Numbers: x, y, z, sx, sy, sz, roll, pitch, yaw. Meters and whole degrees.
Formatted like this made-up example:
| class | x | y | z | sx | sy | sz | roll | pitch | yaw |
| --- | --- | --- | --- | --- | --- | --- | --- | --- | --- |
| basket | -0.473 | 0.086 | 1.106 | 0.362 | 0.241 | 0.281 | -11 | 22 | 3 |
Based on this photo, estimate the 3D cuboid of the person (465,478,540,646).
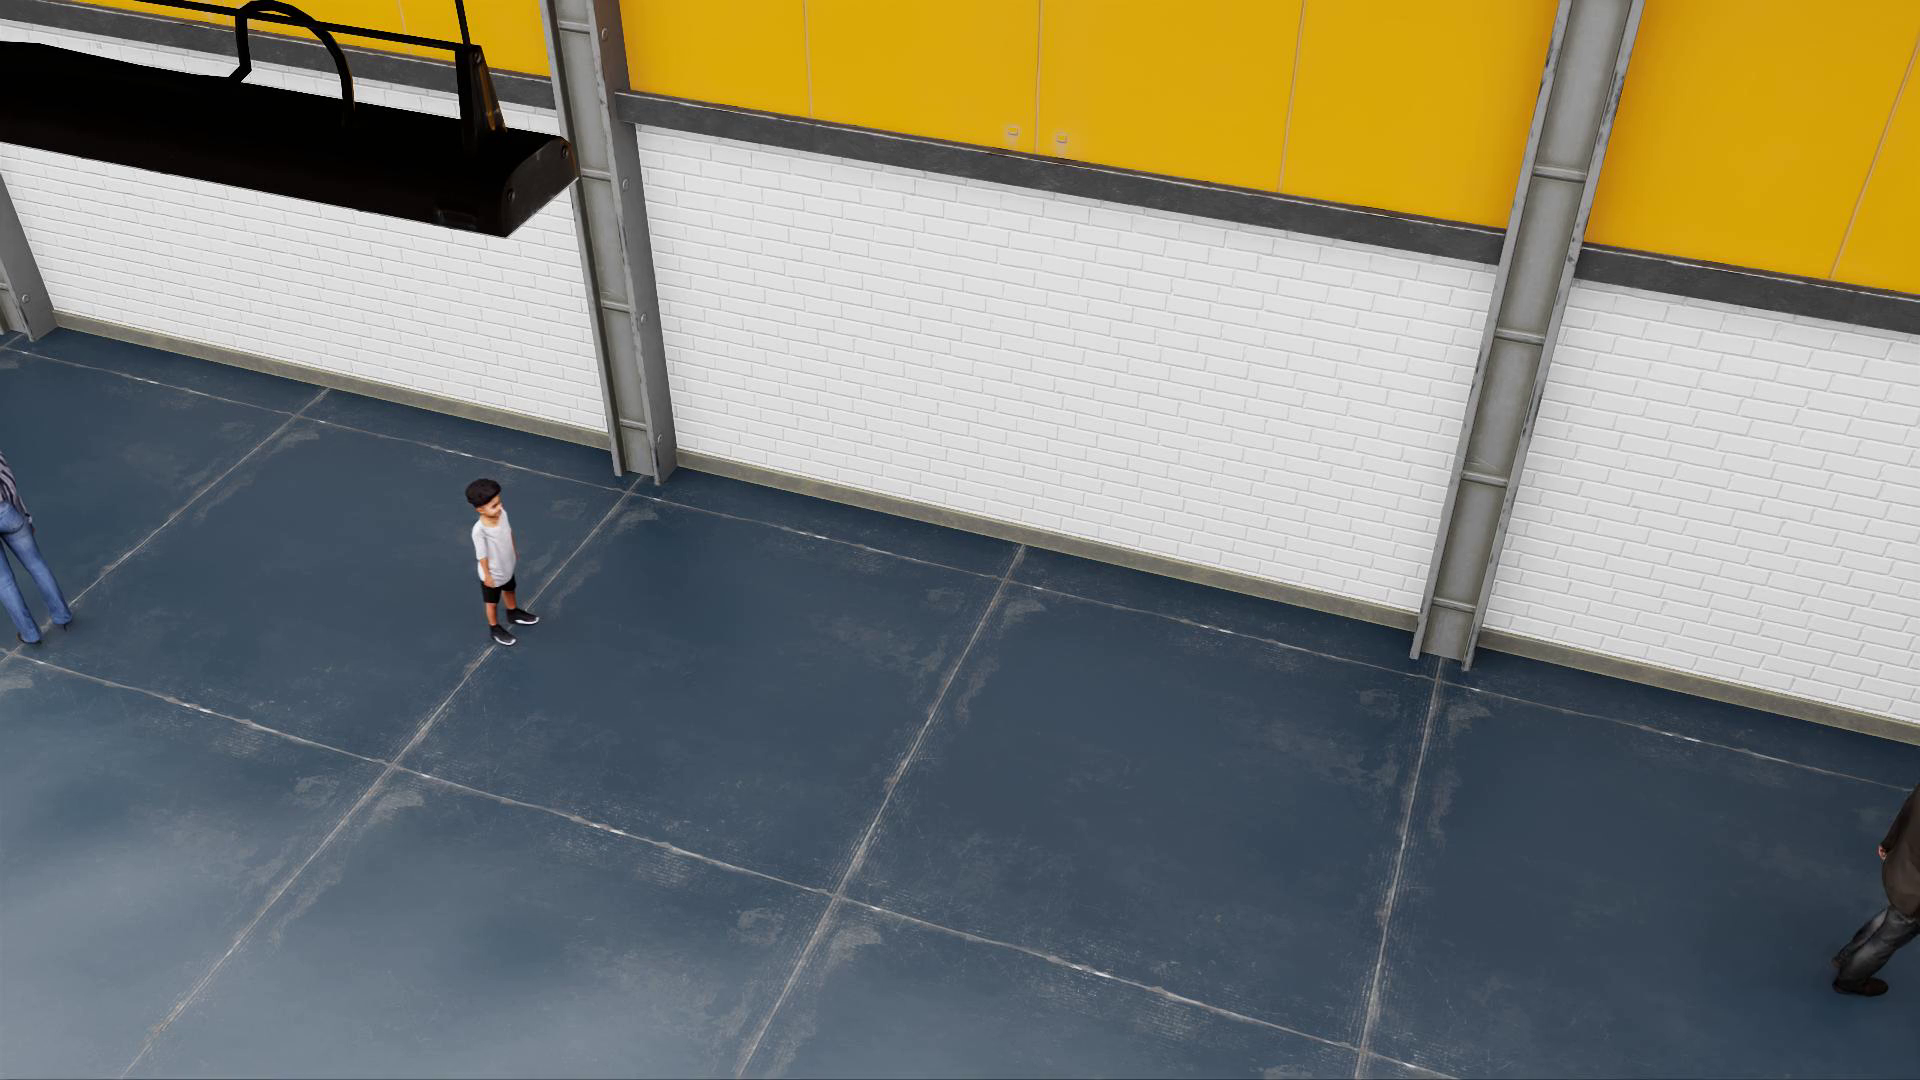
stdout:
| class | x | y | z | sx | sy | sz | roll | pitch | yaw |
| --- | --- | --- | --- | --- | --- | --- | --- | --- | --- |
| person | -3.052 | 0.123 | 10.912 | 0.497 | 1.253 | 0.508 | 19 | 42 | 22 |

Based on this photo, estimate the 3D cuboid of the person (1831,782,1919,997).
| class | x | y | z | sx | sy | sz | roll | pitch | yaw |
| --- | --- | --- | --- | --- | --- | --- | --- | --- | --- |
| person | 4.788 | 1.733 | 8.461 | 0.750 | 1.798 | 0.801 | 1 | 39 | 1 |

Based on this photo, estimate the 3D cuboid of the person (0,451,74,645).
| class | x | y | z | sx | sy | sz | roll | pitch | yaw |
| --- | --- | --- | --- | --- | --- | --- | --- | --- | --- |
| person | -6.203 | -0.061 | 10.710 | 0.693 | 1.793 | 0.691 | -29 | 47 | -31 |
